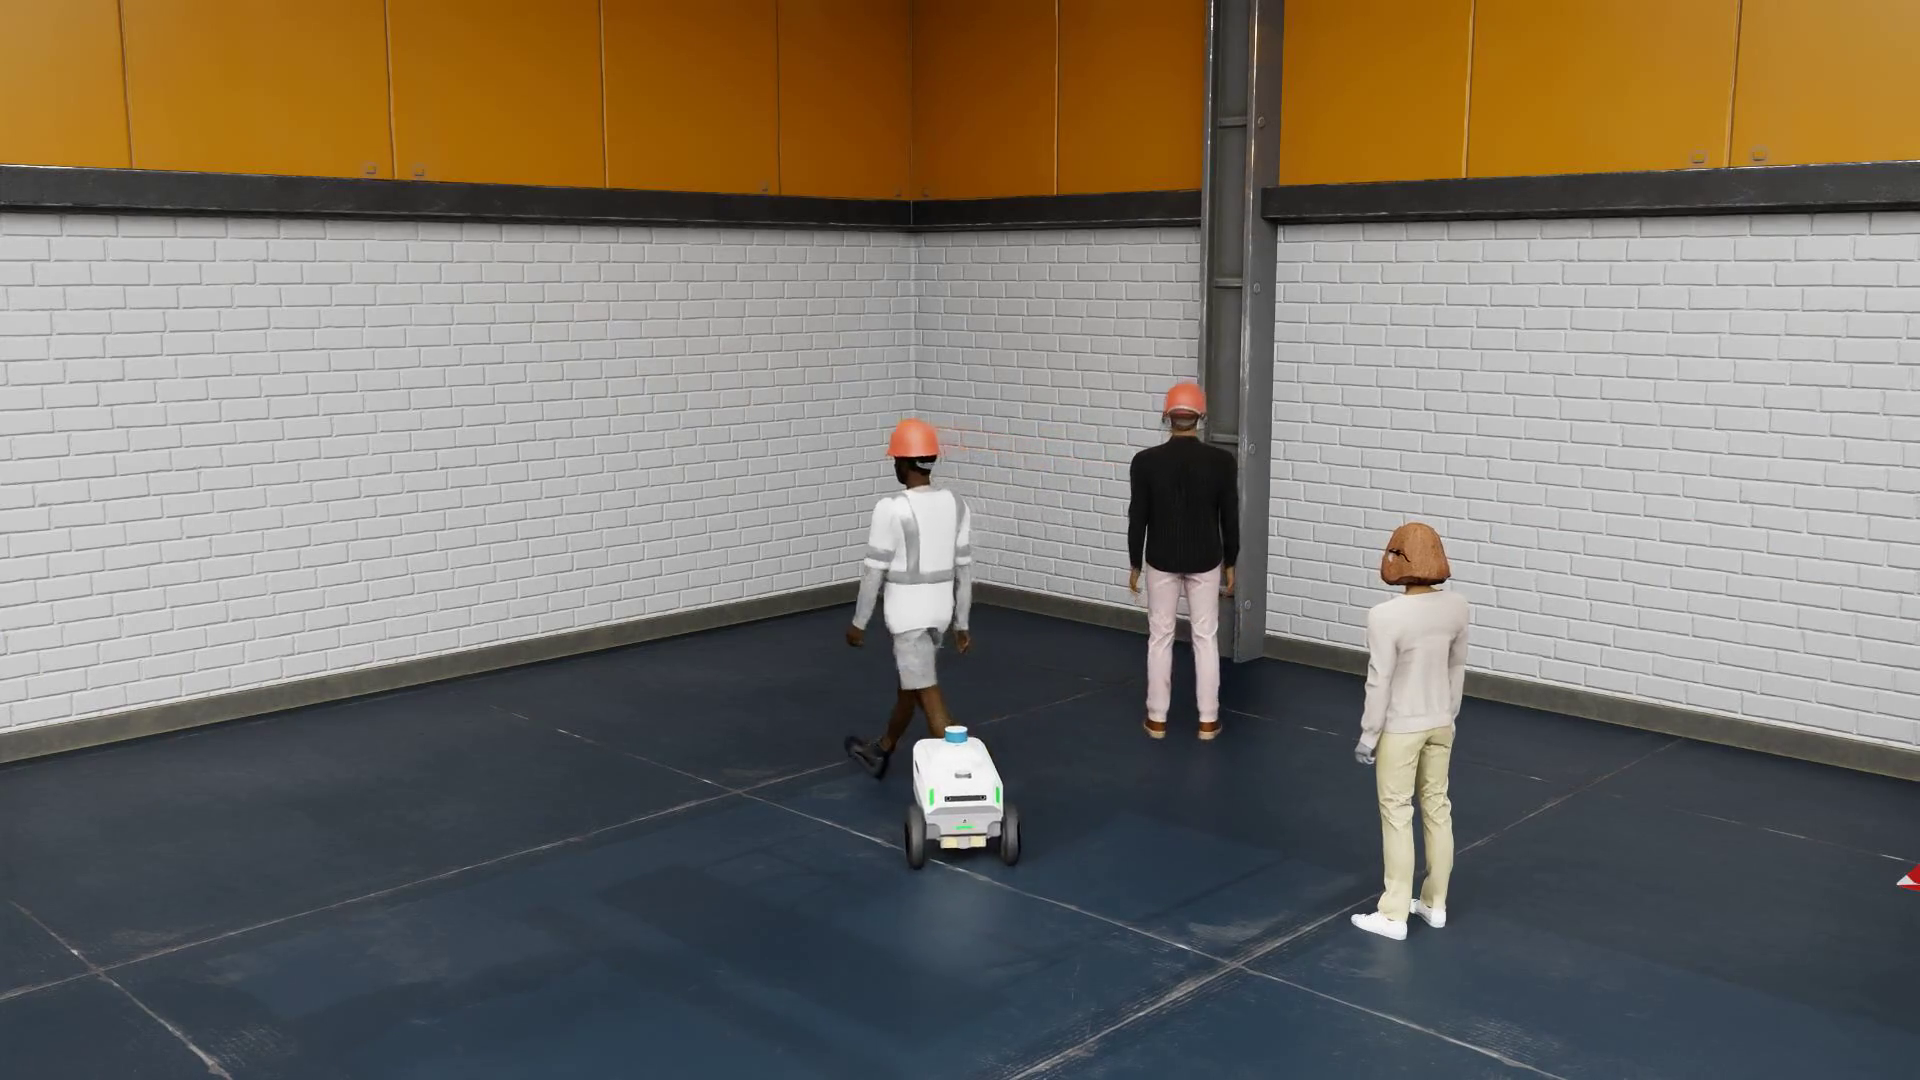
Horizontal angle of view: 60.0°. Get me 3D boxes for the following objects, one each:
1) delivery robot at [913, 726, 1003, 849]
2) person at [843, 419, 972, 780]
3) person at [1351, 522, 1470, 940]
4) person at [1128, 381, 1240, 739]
[{"bbox_3d":[-0.017,1.078,7.458,0.477,0.478,0.707,-1,9,-6],"label":"delivery robot"},{"bbox_3d":[-0.257,0.354,8.118,1.019,1.877,0.551,9,13,43],"label":"person"},{"bbox_3d":[1.760,0.743,6.503,0.497,1.633,0.285,-5,11,-29],"label":"person"},{"bbox_3d":[1.243,0.116,9.243,0.621,1.992,0.393,1,9,6],"label":"person"}]
